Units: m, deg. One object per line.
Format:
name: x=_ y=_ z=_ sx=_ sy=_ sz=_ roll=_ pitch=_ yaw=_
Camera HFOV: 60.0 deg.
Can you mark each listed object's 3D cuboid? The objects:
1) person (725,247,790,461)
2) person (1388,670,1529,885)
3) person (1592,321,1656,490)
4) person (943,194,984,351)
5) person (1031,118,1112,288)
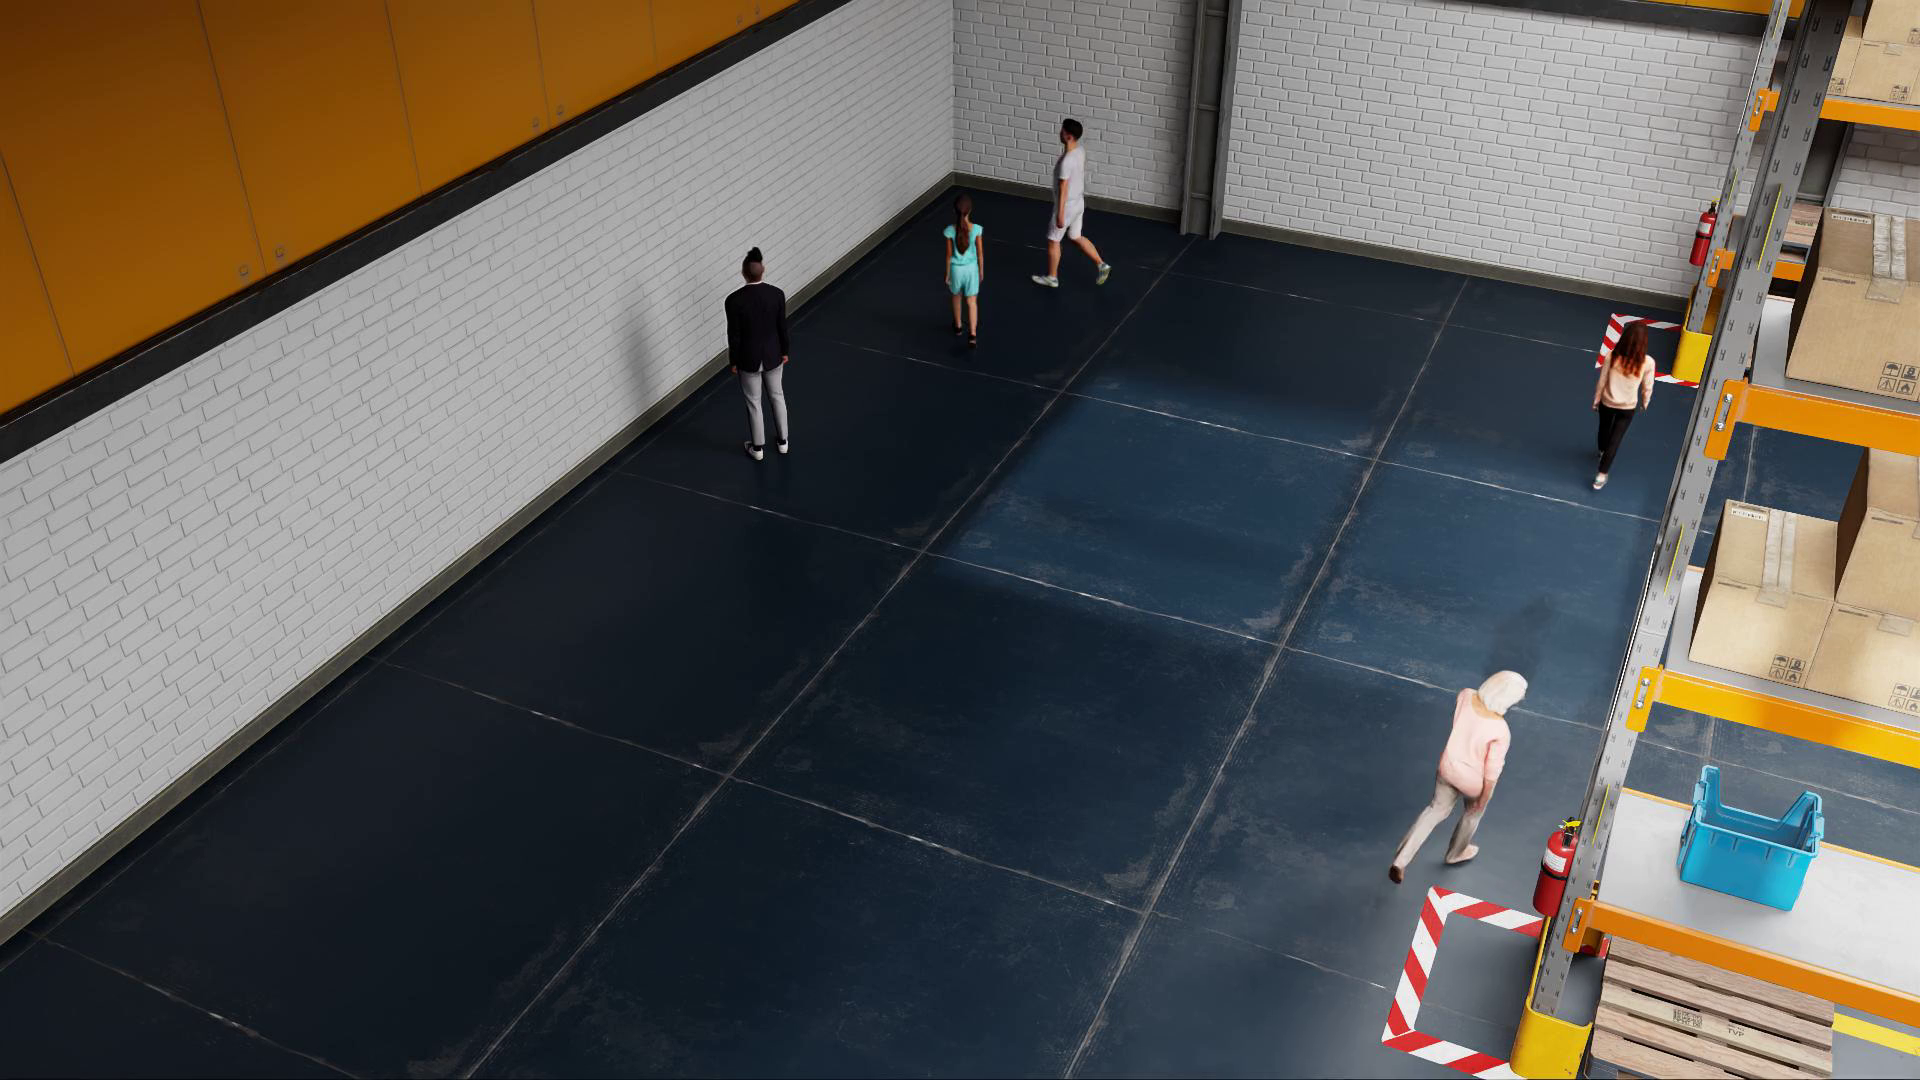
person: x=-1.722 y=-1.611 z=14.316 sx=0.791 sy=1.959 sz=0.834 roll=-14 pitch=36 yaw=-20
person: x=2.976 y=1.440 z=9.977 sx=1.014 sy=1.680 sz=1.052 roll=-22 pitch=39 yaw=-29
person: x=5.538 y=-1.111 z=14.030 sx=0.892 sy=1.443 sz=0.711 roll=19 pitch=38 yaw=26
person: x=0.047 y=-2.584 z=16.162 sx=1.018 sy=1.535 sz=0.932 roll=-2 pitch=34 yaw=-3
person: x=1.195 y=-3.435 z=17.171 sx=1.089 sy=1.835 sz=0.711 roll=15 pitch=37 yaw=22
